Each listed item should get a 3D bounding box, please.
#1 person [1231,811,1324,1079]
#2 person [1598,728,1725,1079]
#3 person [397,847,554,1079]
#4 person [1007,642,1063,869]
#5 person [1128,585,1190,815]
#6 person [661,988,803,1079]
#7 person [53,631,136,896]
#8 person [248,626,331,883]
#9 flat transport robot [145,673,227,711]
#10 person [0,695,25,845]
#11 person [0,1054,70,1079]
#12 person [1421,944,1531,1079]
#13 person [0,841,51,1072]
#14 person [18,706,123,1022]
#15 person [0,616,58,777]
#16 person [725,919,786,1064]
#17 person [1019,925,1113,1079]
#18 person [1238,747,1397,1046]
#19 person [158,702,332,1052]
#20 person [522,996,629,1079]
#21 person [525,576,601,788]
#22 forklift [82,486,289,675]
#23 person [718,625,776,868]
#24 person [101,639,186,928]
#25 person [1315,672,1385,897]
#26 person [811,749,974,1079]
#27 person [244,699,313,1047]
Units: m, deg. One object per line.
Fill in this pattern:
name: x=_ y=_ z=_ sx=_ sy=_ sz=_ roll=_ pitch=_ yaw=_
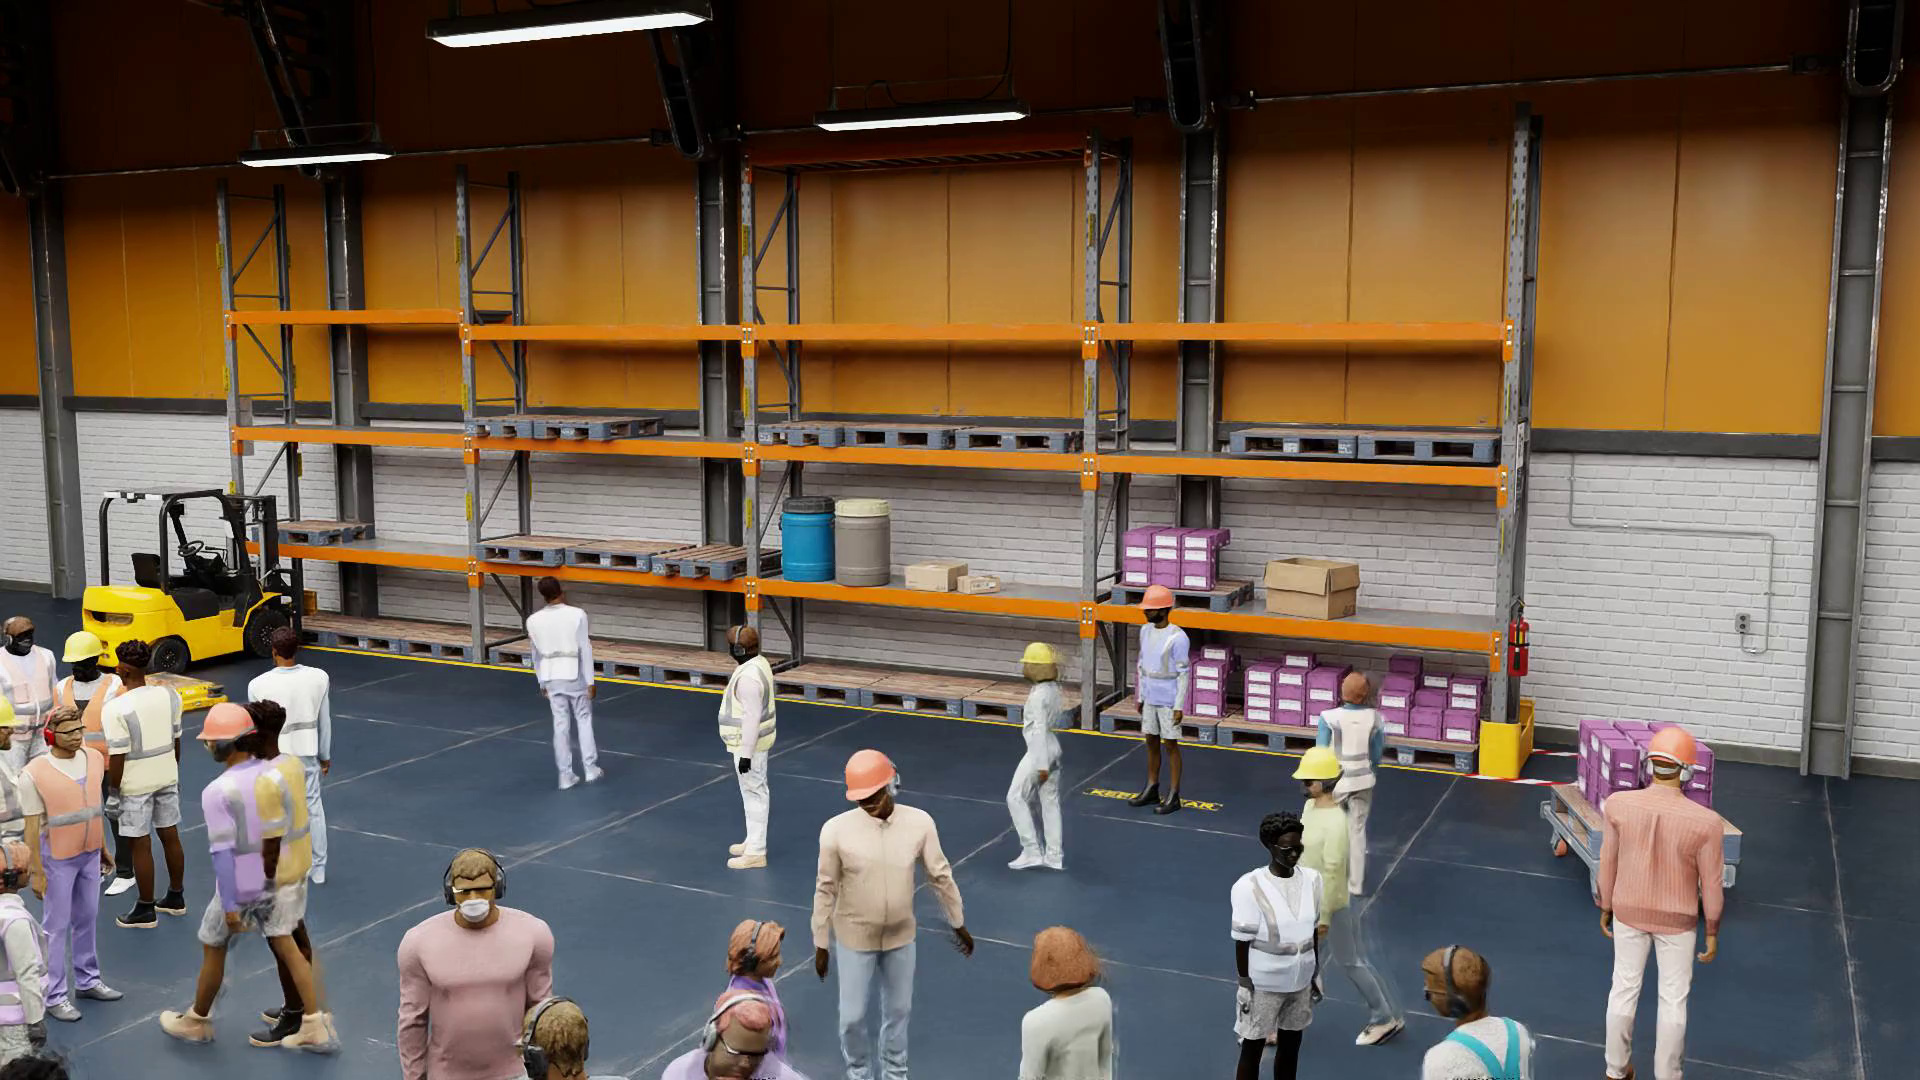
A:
person: x=1.559 y=2.156 z=8.151 sx=0.533 sy=1.697 sz=0.318 roll=-4 pitch=8 yaw=-27
person: x=3.645 y=1.956 z=8.664 sx=0.625 sy=1.981 sz=0.410 roll=5 pitch=9 yaw=37
person: x=-1.963 y=2.199 z=6.805 sx=0.627 sy=1.941 sz=0.371 roll=-2 pitch=7 yaw=-19
person: x=0.559 y=1.618 z=12.474 sx=0.519 sy=1.728 sz=0.489 roll=3 pitch=8 yaw=24
person: x=1.678 y=1.333 z=13.980 sx=0.376 sy=1.934 sz=0.547 roll=-5 pitch=8 yaw=-35
person: x=-0.760 y=2.387 z=5.564 sx=0.720 sy=1.875 sz=0.674 roll=4 pitch=8 yaw=33
person: x=-6.195 y=1.595 z=11.907 sx=0.581 sy=1.919 sz=0.393 roll=0 pitch=7 yaw=4
person: x=-4.834 y=1.576 z=12.036 sx=0.386 sy=1.918 sz=0.596 roll=6 pitch=9 yaw=42
flat transport robot: x=-8.699 y=1.652 z=18.160 sx=1.431 sy=0.197 sz=0.652 roll=5 pitch=9 yaw=36
person: x=-5.924 y=1.848 z=10.205 sx=0.403 sy=1.818 sz=0.605 roll=-4 pitch=8 yaw=-27
person: x=-2.987 y=2.497 z=5.439 sx=0.559 sy=1.657 sz=0.749 roll=3 pitch=7 yaw=22
person: x=1.865 y=2.363 z=6.028 sx=0.545 sy=1.802 sz=0.525 roll=-4 pitch=8 yaw=-32
person: x=-4.438 y=2.226 z=7.801 sx=0.512 sy=1.642 sz=0.311 roll=6 pitch=9 yaw=39
person: x=-5.266 y=1.880 z=9.818 sx=0.378 sy=1.844 sz=0.569 roll=2 pitch=7 yaw=15
person: x=-7.317 y=1.502 z=12.998 sx=0.429 sy=1.835 sz=0.623 roll=4 pitch=8 yaw=31
person: x=-0.855 y=2.348 z=6.837 sx=0.323 sy=1.631 sz=0.521 roll=0 pitch=7 yaw=2
person: x=0.478 y=2.372 z=6.721 sx=0.507 sy=1.610 sz=0.698 roll=-7 pitch=10 yaw=-43
person: x=2.054 y=2.003 z=9.293 sx=0.895 sy=1.728 sz=0.530 roll=-1 pitch=7 yaw=-10
person: x=-3.992 y=1.881 z=9.271 sx=1.074 sy=1.989 sz=0.615 roll=3 pitch=7 yaw=21
person: x=-1.239 y=2.392 z=5.272 sx=0.372 sy=1.930 sz=0.636 roll=4 pitch=8 yaw=30
person: x=-3.543 y=1.257 z=14.897 sx=0.683 sy=1.857 sz=0.625 roll=1 pitch=7 yaw=7
forklift: x=-9.426 y=0.454 z=20.179 sx=1.214 sy=2.155 sz=2.313 roll=3 pitch=8 yaw=26
person: x=-1.608 y=1.551 z=12.577 sx=0.430 sy=1.840 sz=0.623 roll=0 pitch=7 yaw=-1
person: x=-5.540 y=1.642 z=11.289 sx=0.374 sy=1.966 sz=0.608 roll=3 pitch=7 yaw=22
person: x=2.732 y=1.738 z=11.926 sx=0.562 sy=1.615 sz=0.482 roll=-1 pitch=7 yaw=-10
person: x=-0.346 y=1.993 z=8.414 sx=0.824 sy=1.972 sz=0.459 roll=-3 pitch=8 yaw=-24
person: x=-3.876 y=1.867 z=9.431 sx=0.367 sy=1.964 sz=0.609 roll=-1 pitch=7 yaw=-7
